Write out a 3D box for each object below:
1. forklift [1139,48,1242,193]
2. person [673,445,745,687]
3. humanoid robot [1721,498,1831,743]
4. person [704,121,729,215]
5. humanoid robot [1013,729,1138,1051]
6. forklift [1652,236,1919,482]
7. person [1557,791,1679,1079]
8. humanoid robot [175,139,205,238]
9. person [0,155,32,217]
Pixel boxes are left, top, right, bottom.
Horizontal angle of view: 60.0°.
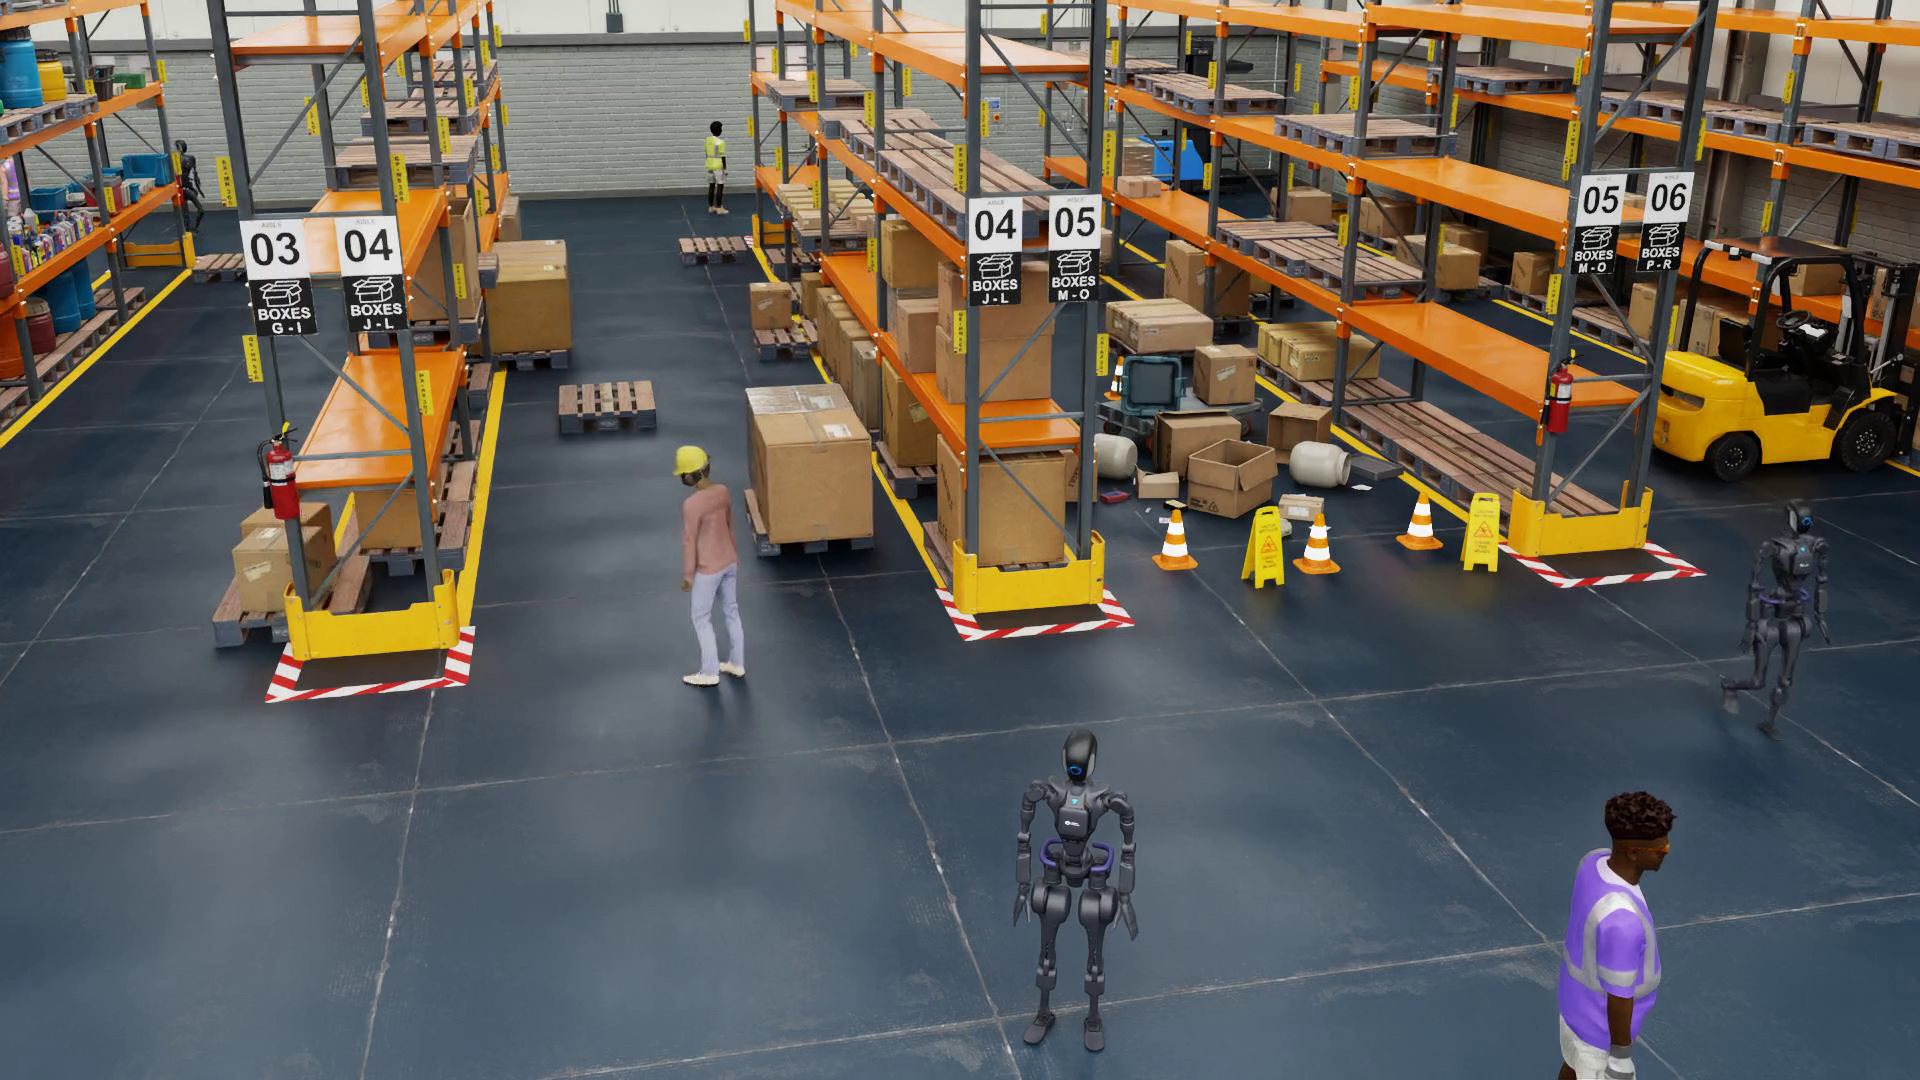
[{"bbox_3d":[4.566,-8.313,32.860,1.873,2.768,1.129,-4,21,-12],"label":"forklift"},{"bbox_3d":[-1.760,0.180,11.602,0.402,1.740,0.573,9,22,23],"label":"person"},{"bbox_3d":[5.358,0.487,10.884,0.591,1.645,0.475,-3,21,-9],"label":"humanoid robot"},{"bbox_3d":[-4.480,-6.840,30.580,0.540,1.685,0.320,17,26,38],"label":"person"},{"bbox_3d":[0.545,1.633,7.766,0.599,1.654,0.315,5,21,12],"label":"humanoid robot"},{"bbox_3d":[8.013,-1.814,16.330,2.313,2.155,1.214,-4,21,-12],"label":"forklift"},{"bbox_3d":[2.592,1.891,6.677,0.368,1.965,0.605,3,21,7],"label":"person"},{"bbox_3d":[-13.121,-5.955,28.210,0.335,1.644,0.589,7,22,19],"label":"humanoid robot"},{"bbox_3d":[-15.368,-5.564,27.150,0.348,1.688,0.492,11,23,27],"label":"person"}]
